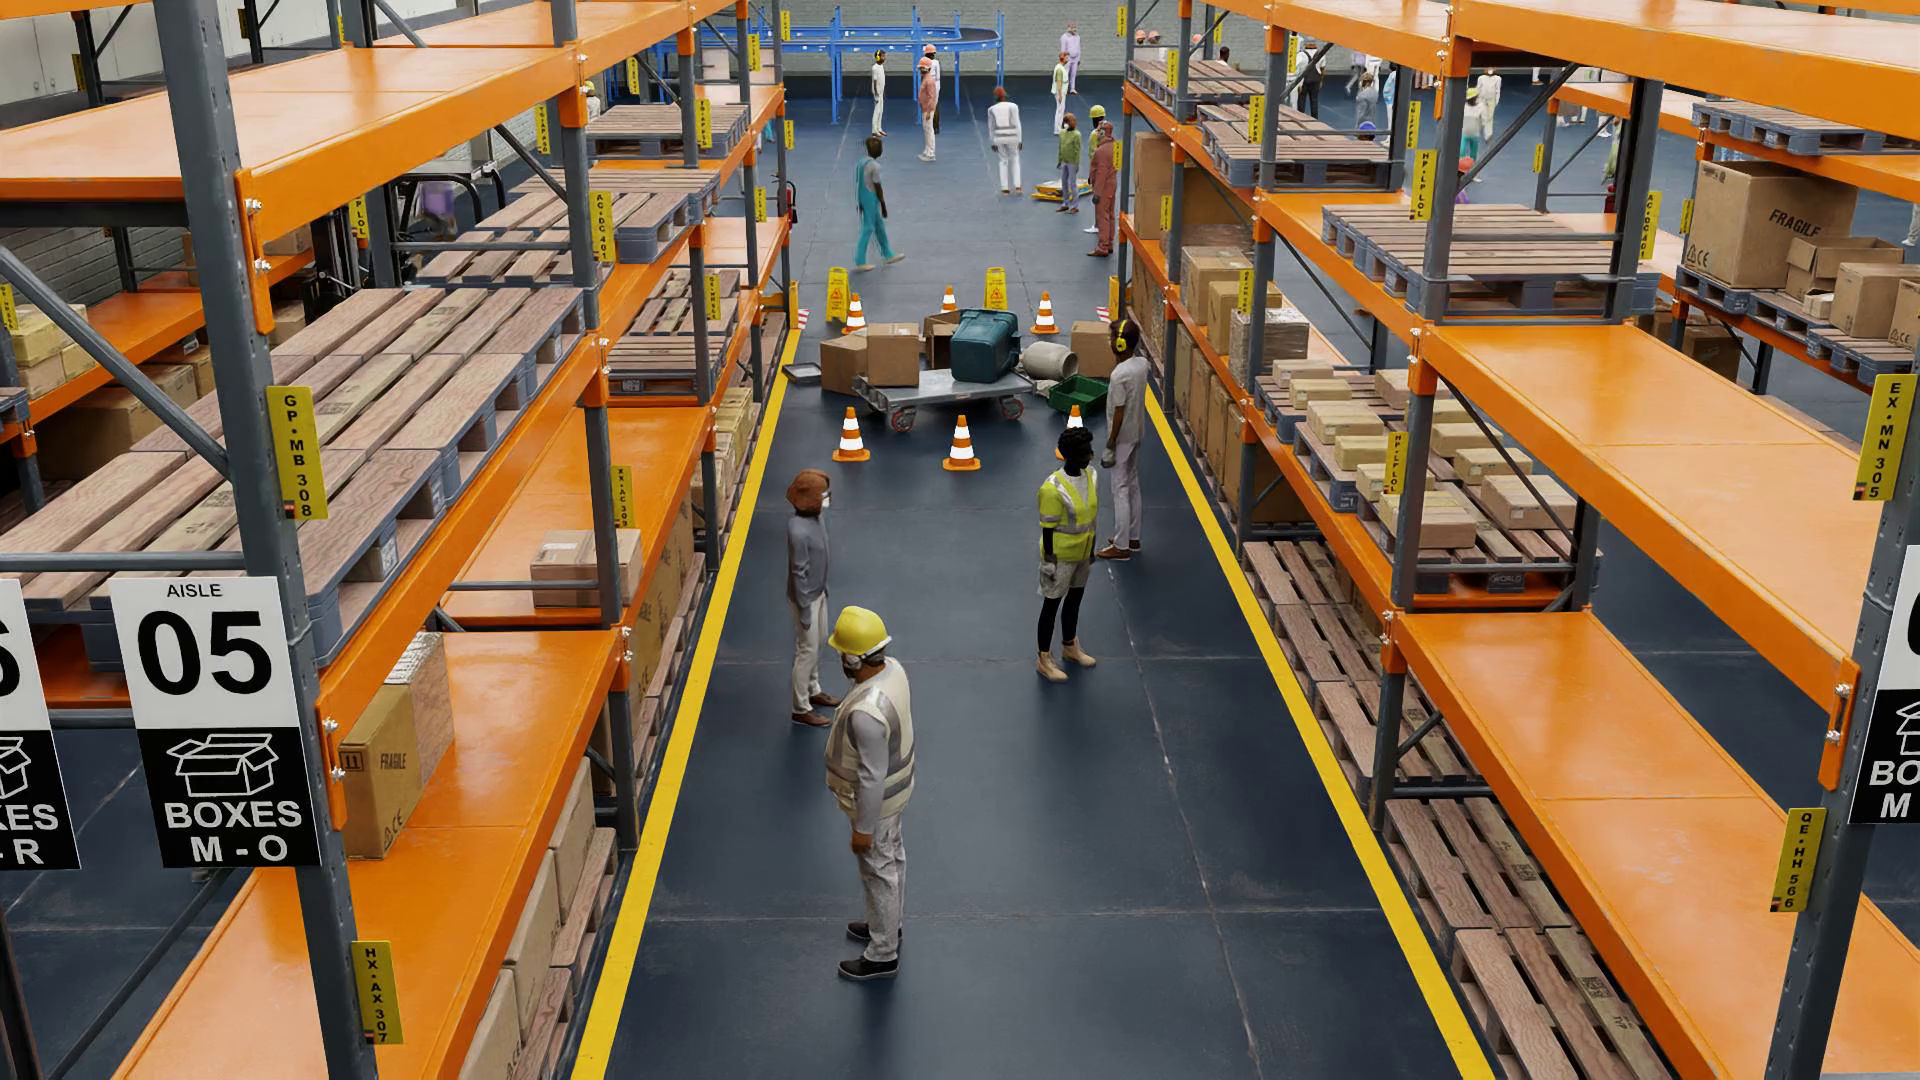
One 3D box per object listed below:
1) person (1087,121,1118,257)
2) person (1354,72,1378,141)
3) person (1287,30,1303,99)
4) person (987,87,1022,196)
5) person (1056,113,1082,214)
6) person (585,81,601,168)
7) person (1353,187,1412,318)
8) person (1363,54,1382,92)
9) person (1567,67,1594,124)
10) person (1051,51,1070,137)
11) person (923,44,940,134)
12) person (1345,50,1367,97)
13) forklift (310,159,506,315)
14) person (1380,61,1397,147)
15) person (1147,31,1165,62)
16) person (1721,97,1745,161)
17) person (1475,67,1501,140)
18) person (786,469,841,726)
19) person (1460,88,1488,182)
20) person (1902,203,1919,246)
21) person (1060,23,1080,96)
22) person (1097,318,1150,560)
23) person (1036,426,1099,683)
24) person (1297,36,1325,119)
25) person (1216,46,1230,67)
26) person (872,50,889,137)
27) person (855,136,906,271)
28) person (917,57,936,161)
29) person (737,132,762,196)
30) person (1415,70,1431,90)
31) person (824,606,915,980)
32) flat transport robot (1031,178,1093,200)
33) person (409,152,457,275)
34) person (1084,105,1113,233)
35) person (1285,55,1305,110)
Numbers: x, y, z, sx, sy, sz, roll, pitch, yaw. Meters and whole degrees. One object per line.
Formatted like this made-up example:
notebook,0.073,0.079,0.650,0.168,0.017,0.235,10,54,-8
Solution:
person,2.046,-5.031,23.838,0.407,1.910,0.638,9,22,22
person,7.451,-7.635,30.675,0.363,1.939,0.636,14,25,33
person,8.786,-12.677,43.964,0.607,1.966,0.367,-8,22,-21
person,0.792,-6.959,29.034,0.661,1.836,0.522,5,21,14
person,1.793,-6.160,27.221,0.279,1.627,0.509,-14,25,-32
person,-6.881,-7.670,31.042,0.295,1.744,0.489,8,22,20
person,5.182,-3.540,19.907,0.641,1.908,0.936,-12,24,-29
person,10.716,-12.331,43.163,0.584,1.882,0.337,-14,25,-33
person,14.473,-10.514,38.726,0.501,1.626,0.291,-7,22,-17
person,2.213,-9.804,36.564,0.404,1.832,0.571,3,21,9
person,-0.637,-10.008,36.950,0.375,1.935,0.551,4,21,9
person,10.531,-12.559,43.748,0.584,1.899,0.599,-16,26,-36
forklift,-5.622,-2.910,17.832,2.313,2.155,1.214,-1,21,-1
person,9.106,-9.220,35.006,0.428,1.839,0.631,2,21,6
person,4.741,-11.307,40.327,0.726,1.974,0.646,-12,24,-29
person,15.291,-8.380,32.681,0.390,1.914,0.587,-15,25,-34
person,11.425,-9.505,36.055,0.503,1.627,0.274,6,21,15
person,-0.901,0.342,10.034,0.279,1.621,0.508,3,21,8
person,9.268,-7.315,30.157,0.588,1.702,0.820,5,21,12
person,14.320,-5.221,24.582,0.485,1.737,0.321,2,21,5
person,2.993,-12.941,44.766,0.642,1.899,0.395,-16,26,-36
person,1.227,-0.762,12.607,0.328,1.872,0.511,11,23,27
person,0.693,0.077,10.642,0.320,1.693,0.536,17,27,38
person,8.030,-10.596,38.361,0.688,2.000,0.536,-1,21,-2
person,5.741,-9.929,36.789,0.405,1.908,0.599,-6,22,-15
person,-1.768,-9.802,36.522,0.328,1.861,0.500,5,21,13
person,-1.095,-4.634,22.912,0.872,1.809,0.528,-8,22,-21
person,-0.662,-8.552,33.020,0.382,1.993,0.622,-3,21,-9
person,-3.744,-6.950,29.053,0.626,1.797,0.844,1,21,3
person,12.904,-13.454,46.117,0.398,1.900,0.647,-10,23,-24
person,-0.413,1.153,7.603,0.404,1.827,0.590,3,21,7
flat transport robot,1.863,-6.138,29.039,0.652,0.197,1.431,12,24,29
person,-6.959,-4.382,21.982,0.607,2.022,0.733,18,27,39
person,2.127,-5.695,25.569,0.384,1.924,0.589,11,23,27
person,7.533,-10.404,37.998,0.603,1.936,0.410,9,22,21
